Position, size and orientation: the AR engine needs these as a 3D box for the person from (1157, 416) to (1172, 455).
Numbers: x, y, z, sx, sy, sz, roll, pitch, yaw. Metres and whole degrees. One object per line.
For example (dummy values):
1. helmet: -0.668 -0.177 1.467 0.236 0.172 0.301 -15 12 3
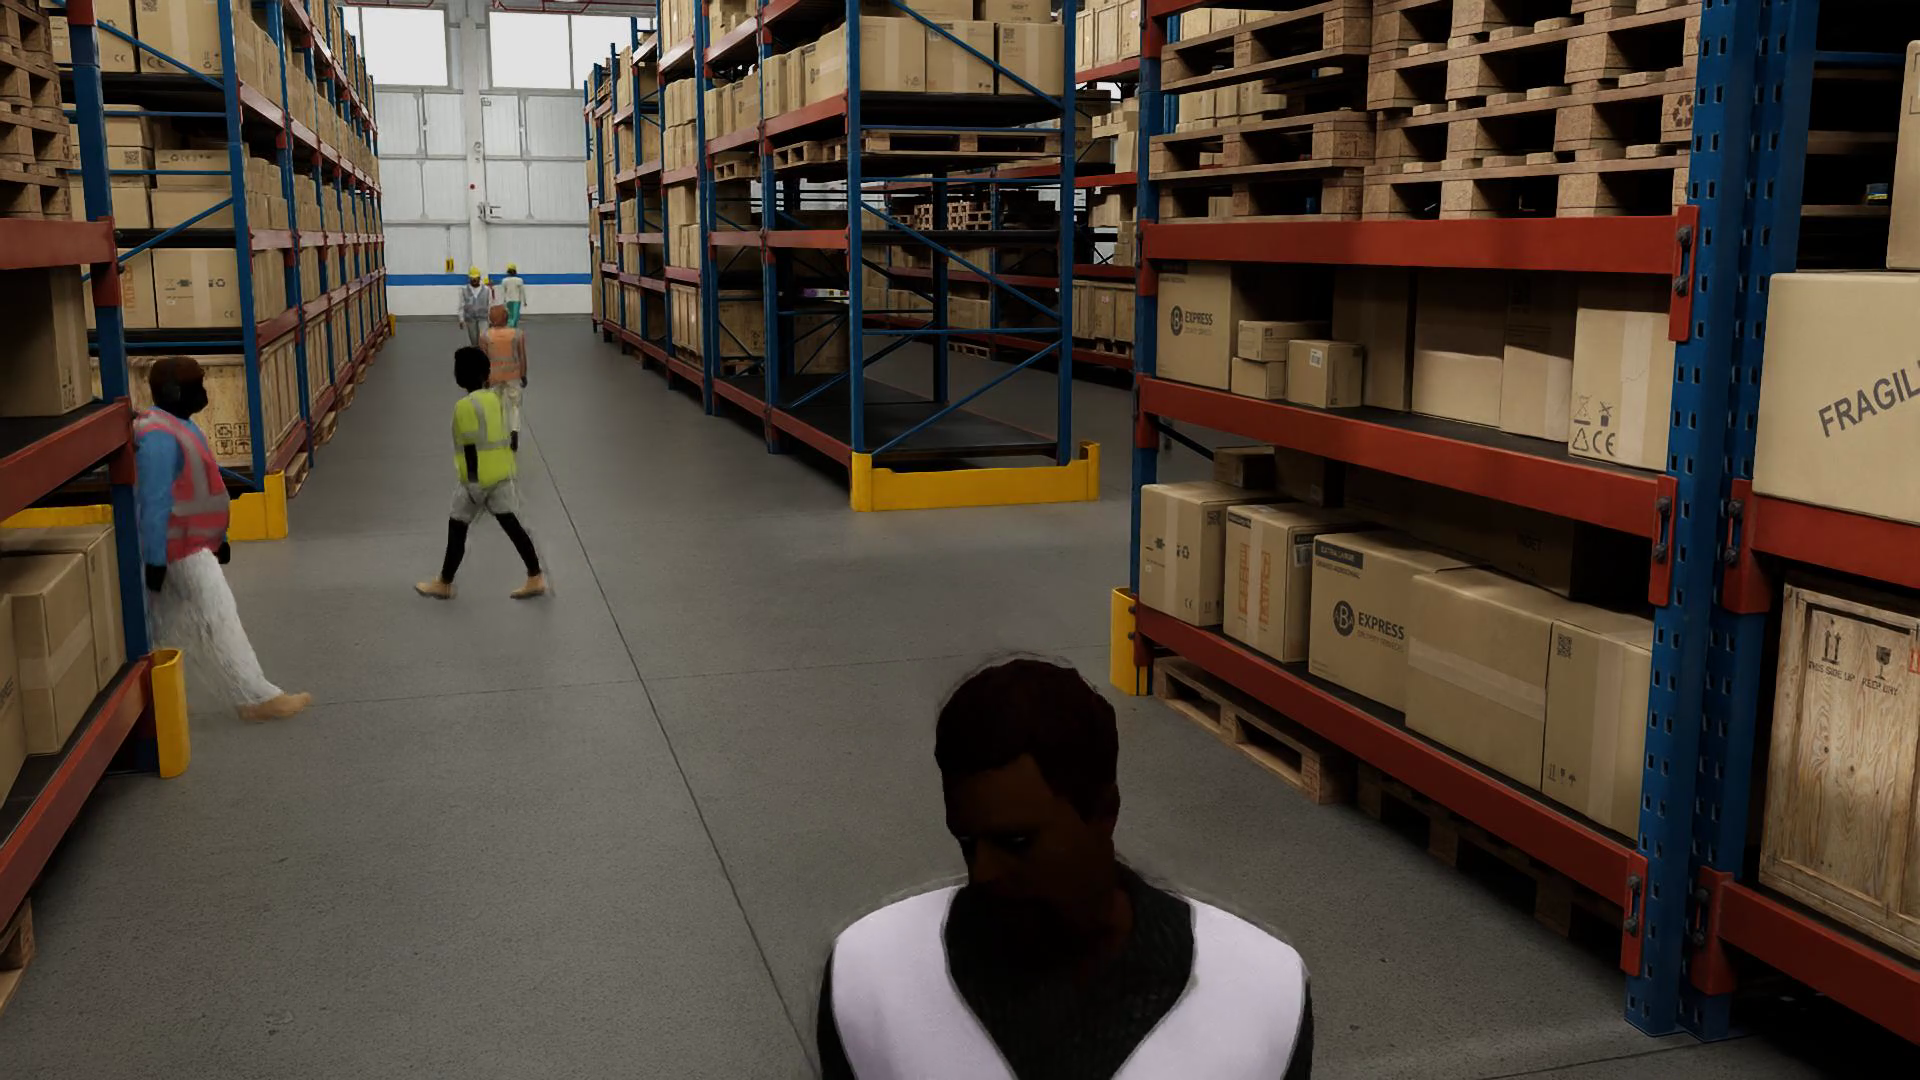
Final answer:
1. person: 2.160 -1.739 18.082 0.524 1.597 0.700 1 10 4

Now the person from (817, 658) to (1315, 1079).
1. person: 0.135 1.041 2.074 0.622 1.897 0.671 1 10 3

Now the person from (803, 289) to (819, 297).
1. person: -3.333 -5.411 37.437 0.550 1.899 0.923 -7 12 -33

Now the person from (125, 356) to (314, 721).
1. person: -3.709 0.011 8.004 0.954 1.793 0.646 -3 11 -16

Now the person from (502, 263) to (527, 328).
1. person: -10.378 -5.535 38.555 0.515 1.742 0.809 2 11 12

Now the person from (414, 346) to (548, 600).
1. person: -3.088 -0.418 10.724 0.893 1.650 0.542 2 11 11

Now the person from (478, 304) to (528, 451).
1. person: -5.012 -1.779 18.293 0.517 1.613 0.688 -3 11 -17

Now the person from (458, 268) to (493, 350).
1. person: -8.674 -3.963 29.804 0.611 1.777 0.942 -3 11 -15

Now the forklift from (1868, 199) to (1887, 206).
1. forklift: 11.338 -2.915 21.052 1.129 2.768 1.873 -3 11 -17
